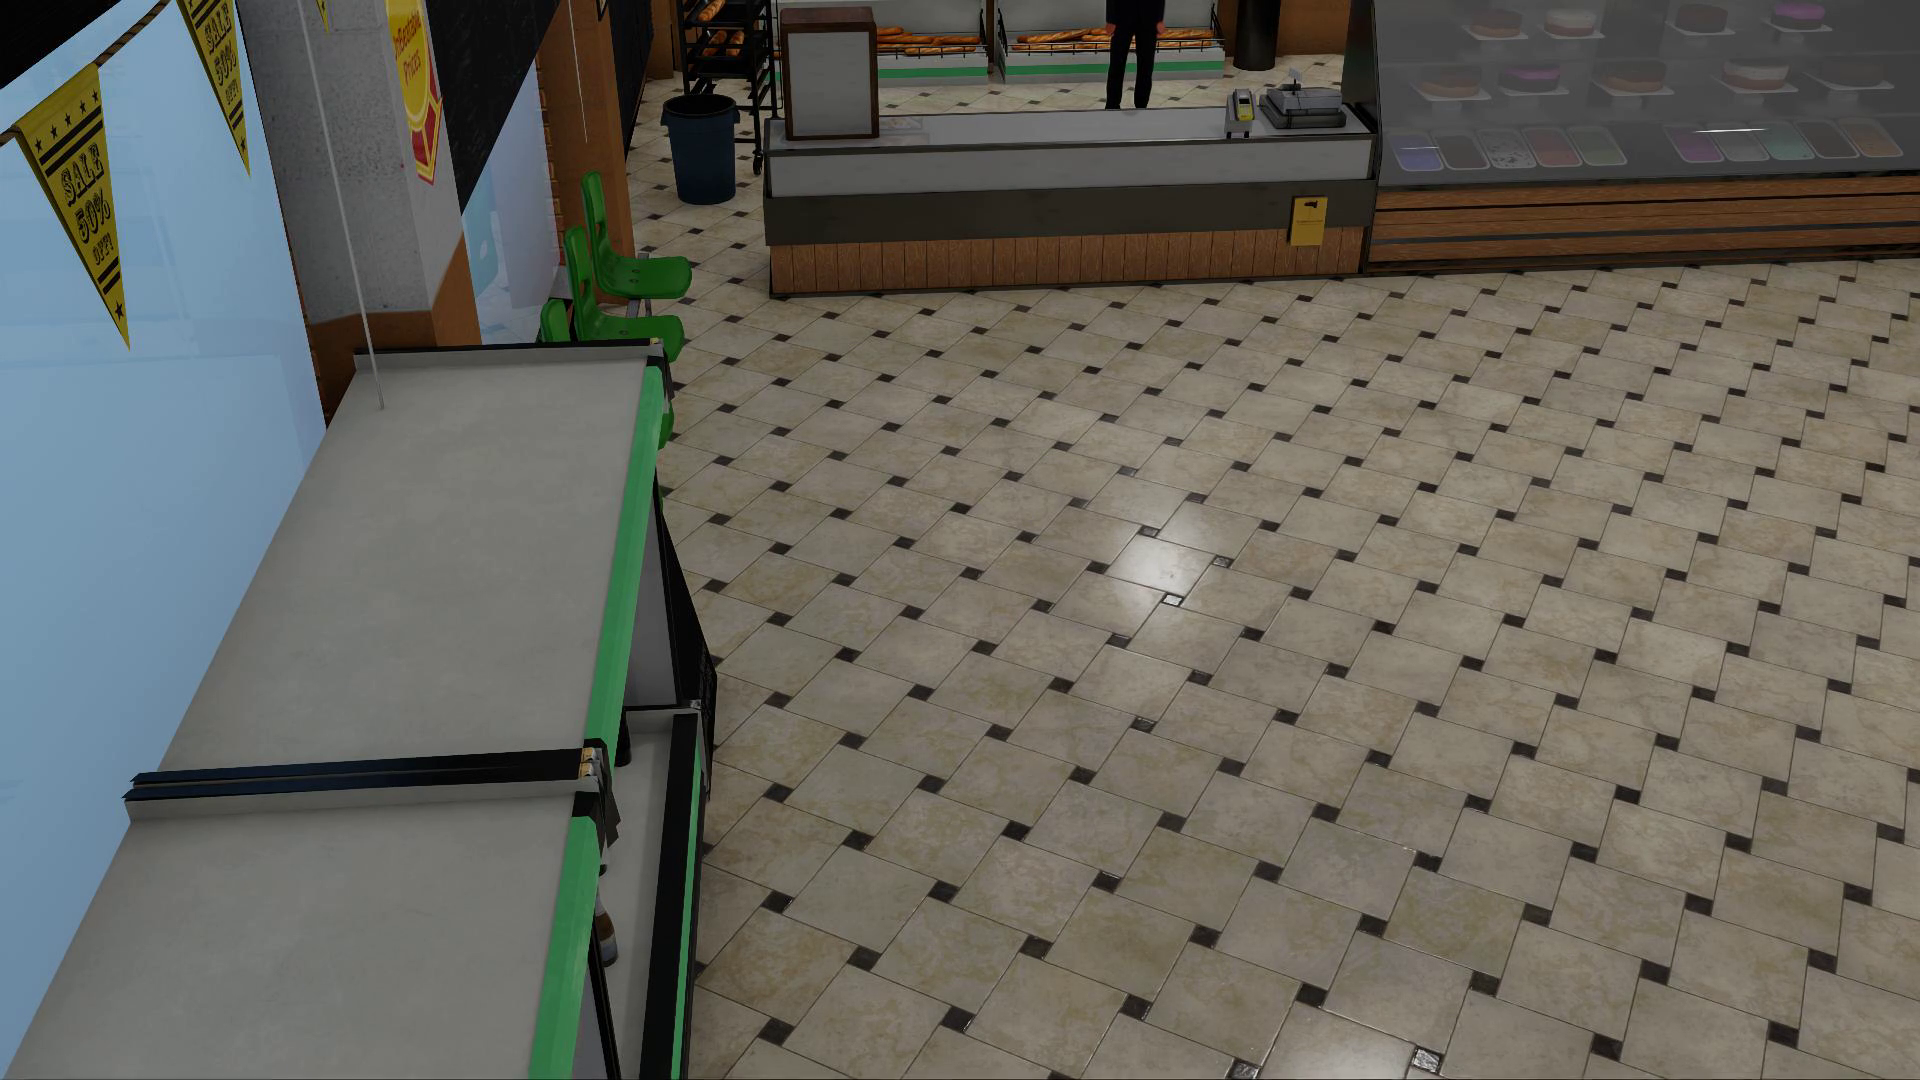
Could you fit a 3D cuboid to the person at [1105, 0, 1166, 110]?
[{"bbox_3d":[1.429,-4.236,13.463,0.629,1.866,0.549,-3,32,-4],"label":"person"}]
